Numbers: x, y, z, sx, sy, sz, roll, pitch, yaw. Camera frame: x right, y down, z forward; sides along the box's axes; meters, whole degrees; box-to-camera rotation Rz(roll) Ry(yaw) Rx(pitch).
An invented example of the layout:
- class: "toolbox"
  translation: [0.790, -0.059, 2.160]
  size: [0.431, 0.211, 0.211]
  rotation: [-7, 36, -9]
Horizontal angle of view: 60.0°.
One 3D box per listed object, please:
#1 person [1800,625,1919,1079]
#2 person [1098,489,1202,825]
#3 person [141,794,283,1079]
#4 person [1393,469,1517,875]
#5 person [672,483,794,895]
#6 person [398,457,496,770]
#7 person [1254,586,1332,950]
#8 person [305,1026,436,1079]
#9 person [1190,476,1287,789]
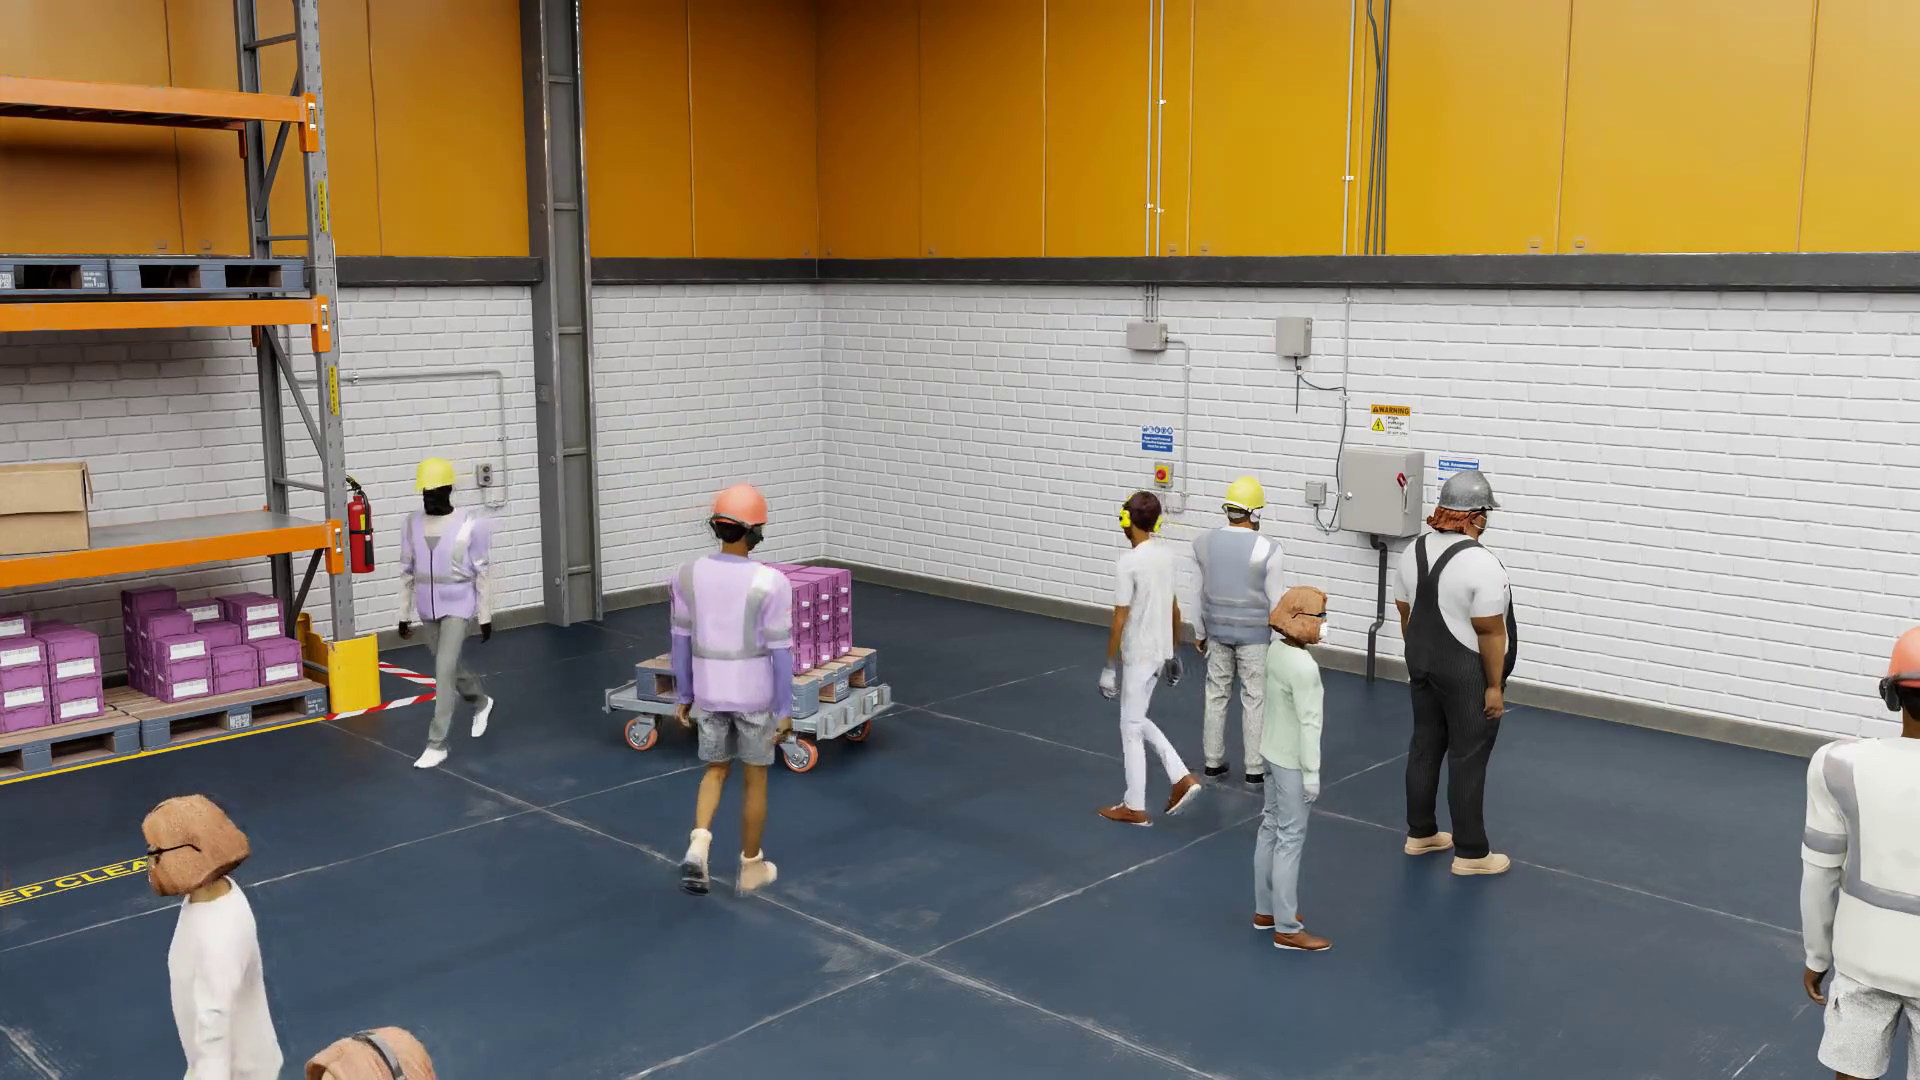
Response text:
- class: "person"
  translation: [2.763, 1.236, 4.837]
  size: [0.608, 2.046, 0.368]
  rotation: [8, 12, 41]
- class: "person"
  translation: [1.020, 0.655, 8.997]
  size: [0.496, 1.848, 0.558]
  rotation: [7, 12, 38]
- class: "person"
  translation: [-2.038, 1.493, 4.582]
  size: [0.360, 1.618, 0.520]
  rotation: [-7, 11, -35]
- class: "person"
  translation: [2.550, 0.650, 8.437]
  size: [0.536, 2.000, 0.677]
  rotation: [-5, 10, -26]
- class: "person"
  translation: [-1.092, 0.742, 7.925]
  size: [0.624, 2.023, 0.582]
  rotation: [3, 10, 17]
- class: "person"
  translation: [-3.197, 0.405, 10.419]
  size: [0.599, 1.891, 0.921]
  rotation: [3, 10, 16]
- class: "person"
  translation: [1.498, 1.009, 7.484]
  size: [0.285, 1.631, 0.501]
  rotation: [-1, 9, -8]
- class: "person"
  translation: [-1.034, 1.701, 3.249]
  size: [0.526, 1.623, 0.552]
  rotation: [8, 12, 39]
- class: "person"
  translation: [1.648, 0.539, 9.755]
  size: [0.600, 1.831, 0.404]
  rotation: [6, 11, 34]
